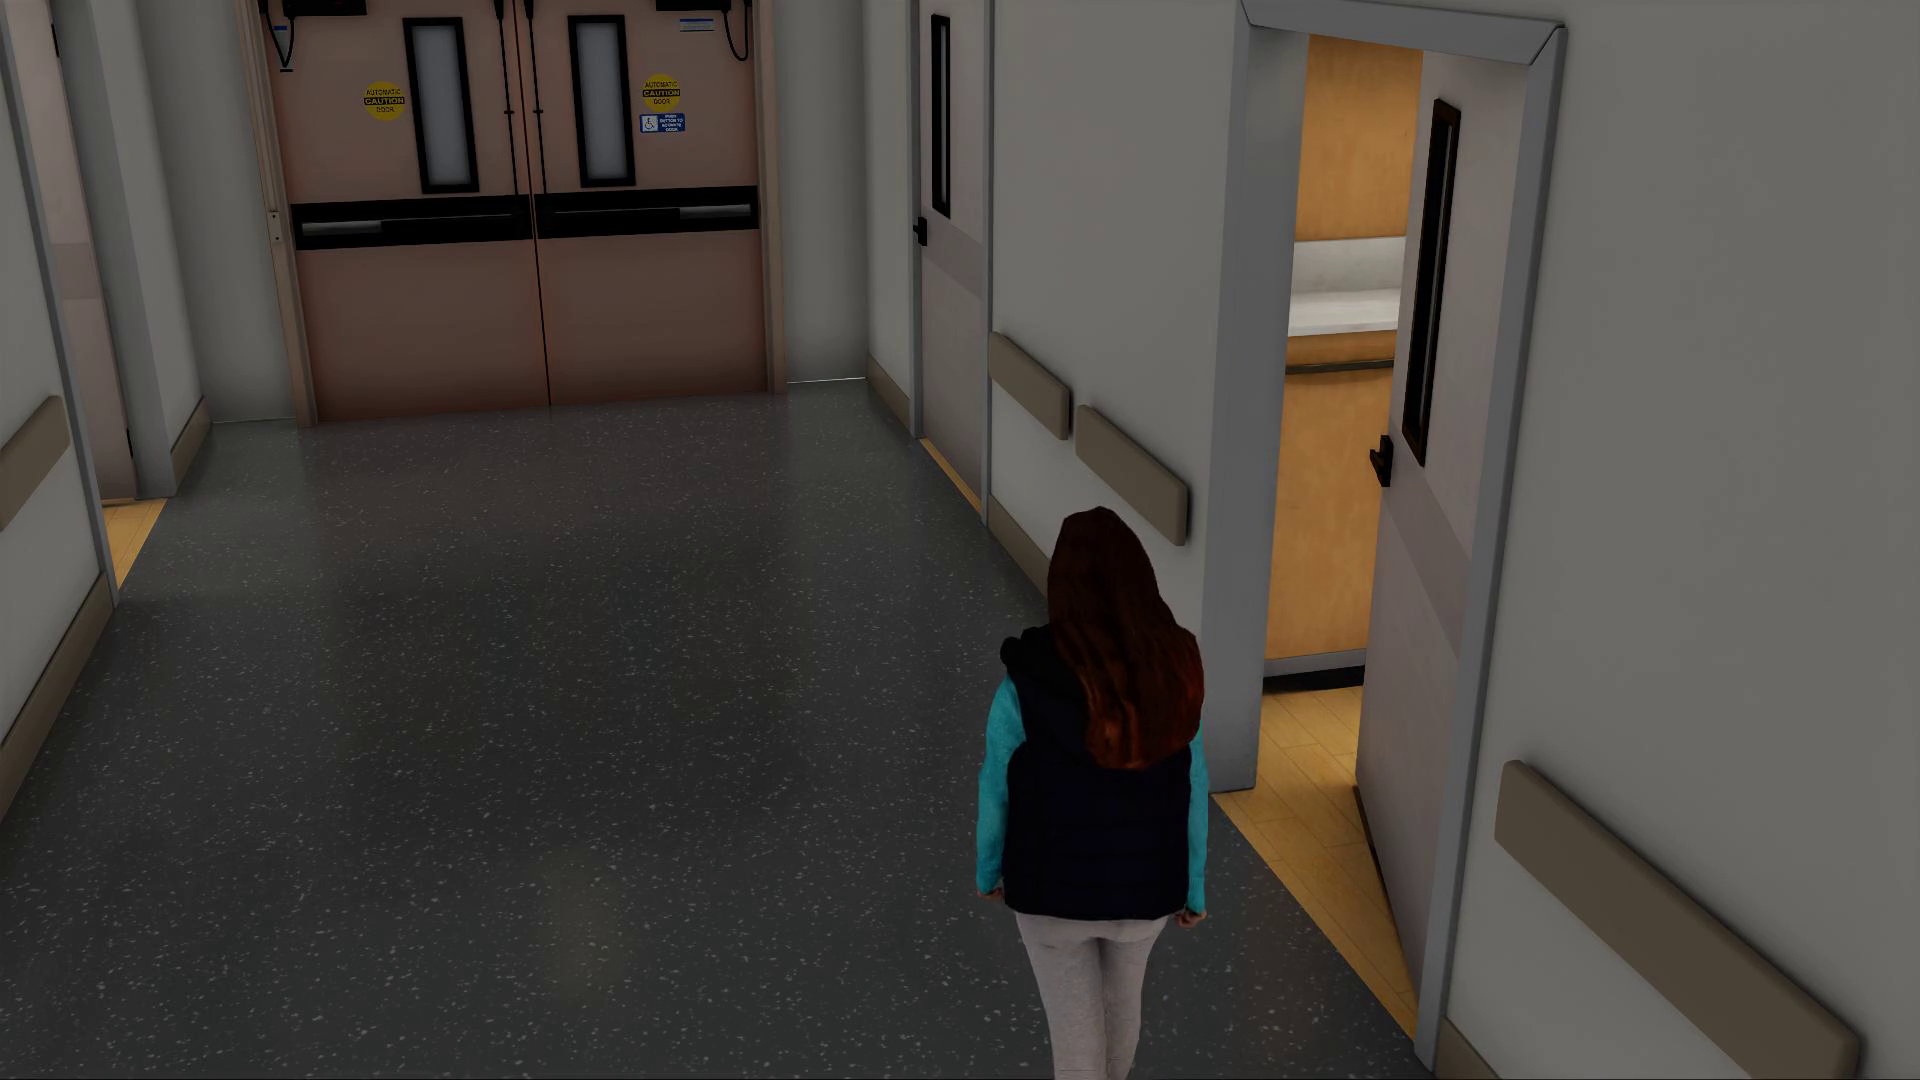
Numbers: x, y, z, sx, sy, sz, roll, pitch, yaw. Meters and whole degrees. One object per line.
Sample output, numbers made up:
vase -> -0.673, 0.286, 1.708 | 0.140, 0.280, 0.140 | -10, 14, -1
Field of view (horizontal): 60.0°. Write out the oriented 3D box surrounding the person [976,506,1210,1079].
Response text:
person -> 0.268, 0.681, 3.132 | 0.631, 1.491, 0.749 | -3, 21, -7
